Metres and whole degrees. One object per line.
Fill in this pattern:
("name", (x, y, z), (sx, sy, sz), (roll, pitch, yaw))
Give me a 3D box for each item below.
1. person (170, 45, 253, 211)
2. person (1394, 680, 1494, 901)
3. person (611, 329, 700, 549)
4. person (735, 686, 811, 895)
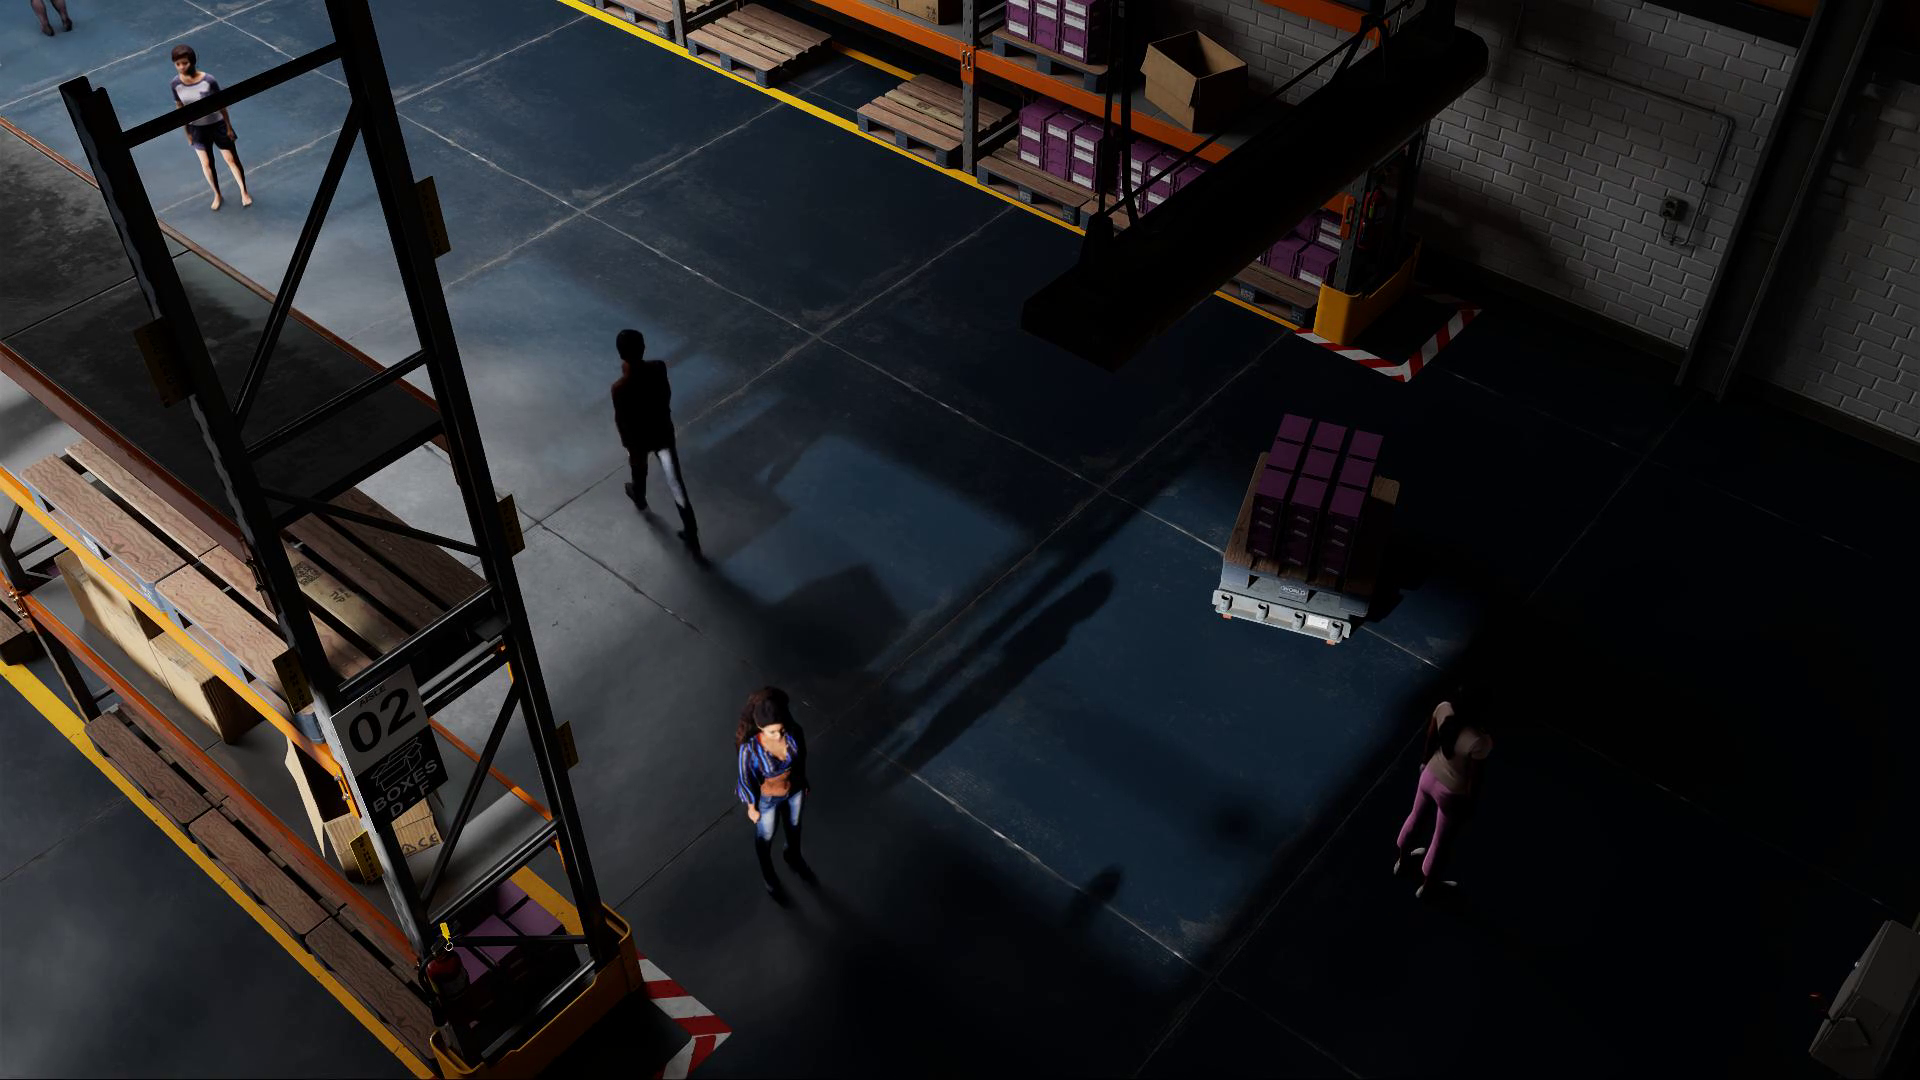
("person", (-6.797, -3.744, 15.028), (0.652, 1.566, 0.688), (-9, 44, -9))
("person", (2.772, 1.411, 9.491), (0.709, 1.740, 0.579), (-19, 47, -19))
("person", (-2.115, -0.682, 11.690), (0.813, 1.737, 1.212), (-29, 51, -27))
("person", (-1.051, 1.442, 9.557), (0.668, 1.604, 0.630), (-26, 50, -25))
